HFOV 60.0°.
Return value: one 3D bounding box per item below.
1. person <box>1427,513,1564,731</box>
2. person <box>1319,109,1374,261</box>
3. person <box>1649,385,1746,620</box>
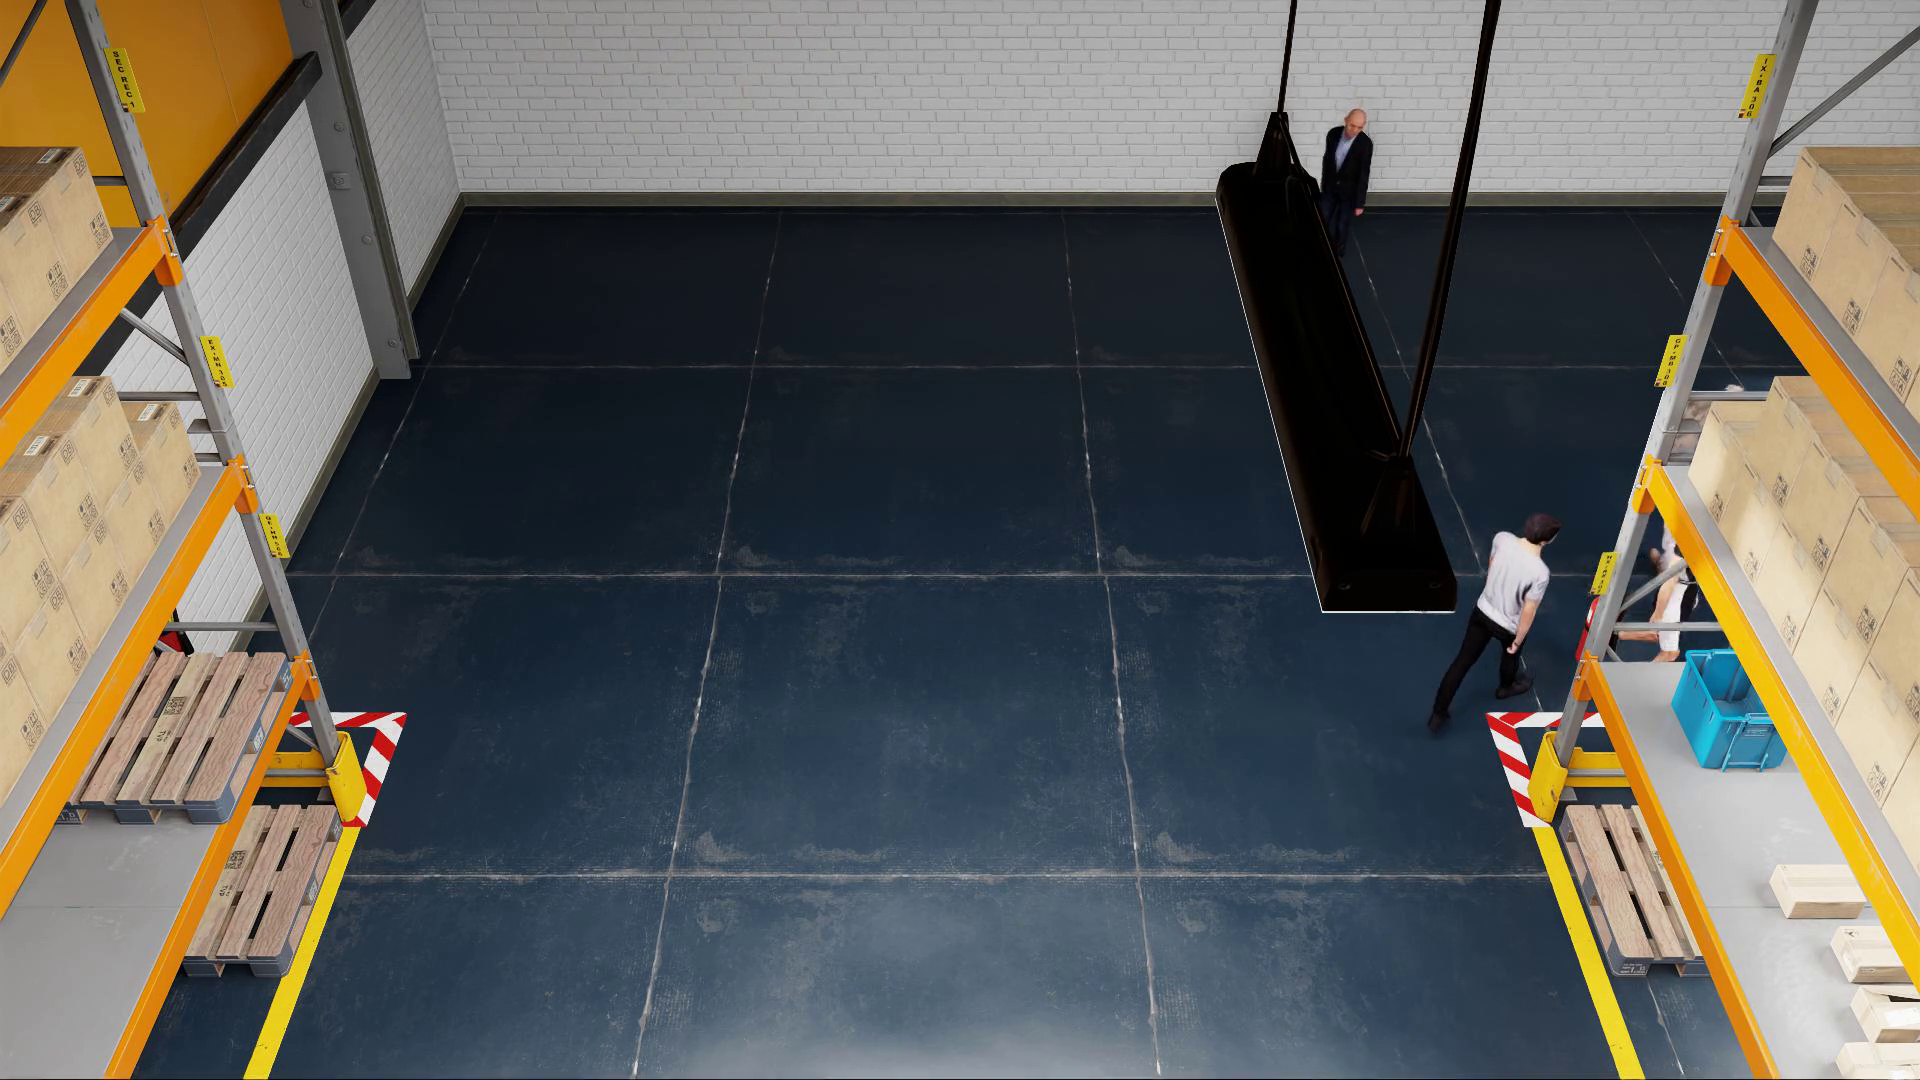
[{"bbox_3d":[3.547,0.572,11.164,1.225,1.803,1.248,-26,45,-28],"label":"person"},{"bbox_3d":[3.726,-3.435,16.216,0.853,1.760,0.886,31,48,33],"label":"person"},{"bbox_3d":[5.401,-0.255,12.154,0.704,1.860,1.219,-3,39,-3],"label":"person"}]
